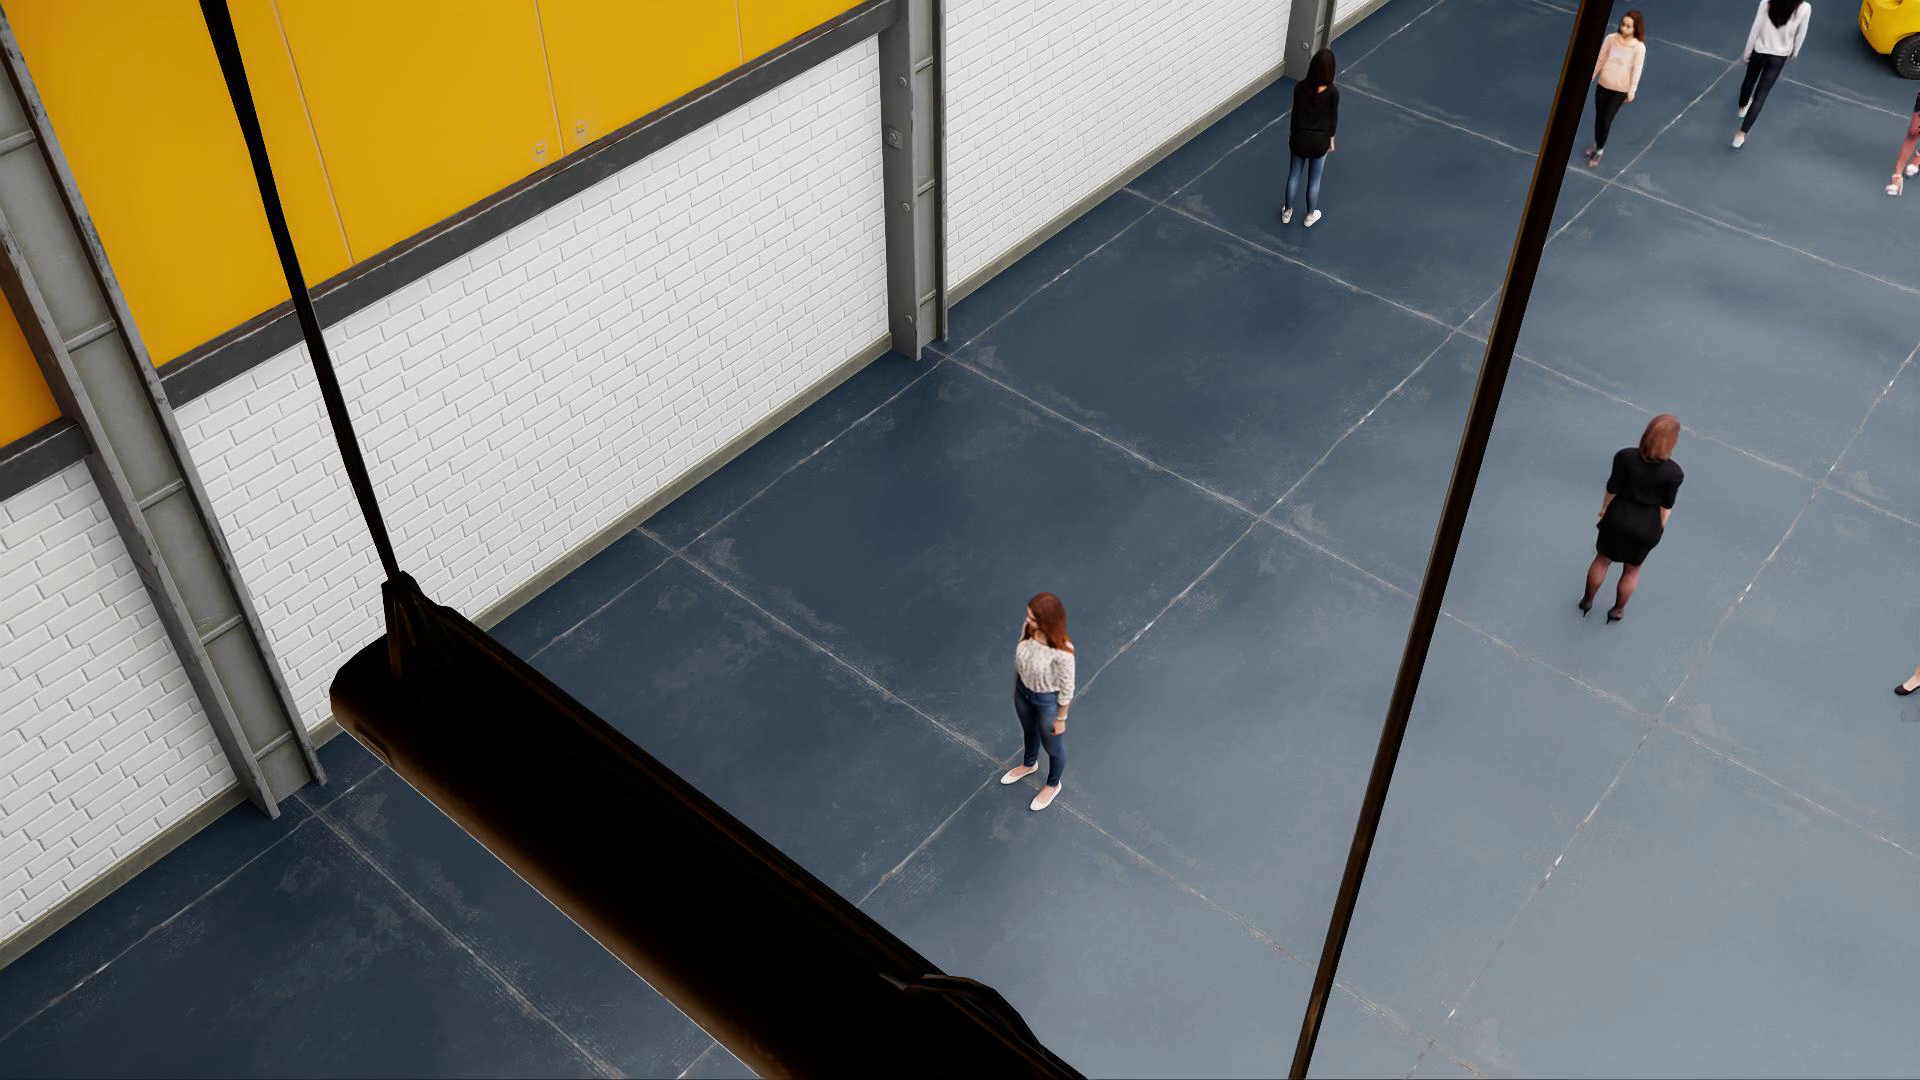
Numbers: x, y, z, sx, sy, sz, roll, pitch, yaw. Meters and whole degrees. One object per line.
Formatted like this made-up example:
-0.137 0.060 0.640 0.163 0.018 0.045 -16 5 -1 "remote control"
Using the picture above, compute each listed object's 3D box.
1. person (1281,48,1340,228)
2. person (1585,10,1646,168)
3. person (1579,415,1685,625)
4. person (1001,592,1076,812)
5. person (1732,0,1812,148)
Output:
3.046 -3.493 14.448 0.623 1.647 0.612 15 46 16 "person"
6.052 -4.199 15.318 0.682 1.469 0.623 -31 51 -28 "person"
4.382 -0.112 10.858 0.614 1.704 0.538 24 49 23 "person"
0.491 0.911 9.768 0.575 1.726 0.616 -28 50 -26 "person"
7.500 -4.457 15.456 0.743 1.653 1.162 23 48 22 "person"
